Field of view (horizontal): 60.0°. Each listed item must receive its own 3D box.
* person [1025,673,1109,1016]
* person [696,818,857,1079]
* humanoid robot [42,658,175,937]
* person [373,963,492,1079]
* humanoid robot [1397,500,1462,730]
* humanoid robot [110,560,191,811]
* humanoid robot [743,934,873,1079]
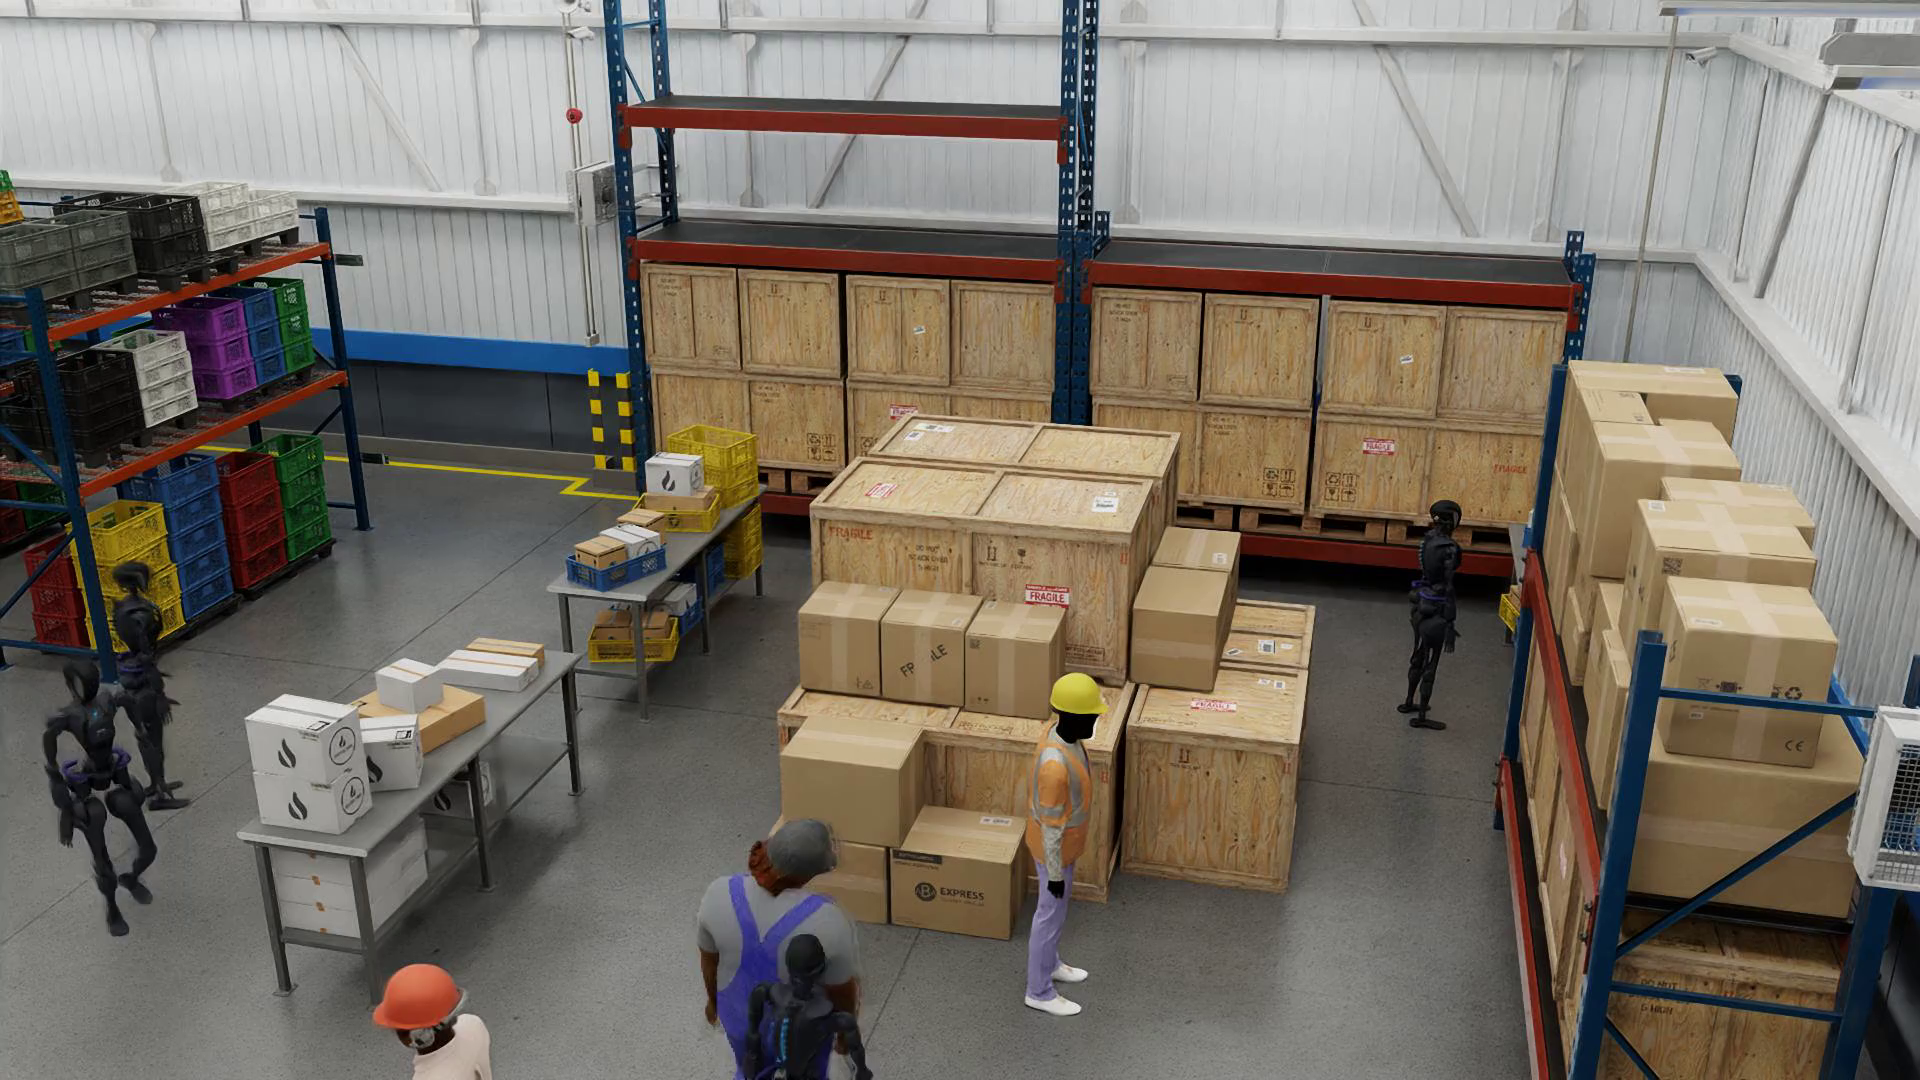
[{"bbox_3d":[0.548,1.568,8.643,0.400,1.920,0.587,4,21,10],"label":"person"},{"bbox_3d":[-0.769,2.015,7.294,0.723,2.000,0.557,5,21,12],"label":"person"},{"bbox_3d":[-4.805,1.409,9.377,0.339,1.643,0.635,17,27,37],"label":"humanoid robot"},{"bbox_3d":[-1.904,2.440,6.247,0.376,1.994,0.609,0,21,-1],"label":"person"},{"bbox_3d":[3.354,0.502,11.739,0.326,1.657,0.595,-1,21,-4],"label":"humanoid robot"},{"bbox_3d":[-5.208,0.911,10.673,0.322,1.655,0.604,-12,24,-28],"label":"humanoid robot"},{"bbox_3d":[-0.613,2.357,6.902,0.684,1.646,0.383,11,24,27],"label":"humanoid robot"}]
